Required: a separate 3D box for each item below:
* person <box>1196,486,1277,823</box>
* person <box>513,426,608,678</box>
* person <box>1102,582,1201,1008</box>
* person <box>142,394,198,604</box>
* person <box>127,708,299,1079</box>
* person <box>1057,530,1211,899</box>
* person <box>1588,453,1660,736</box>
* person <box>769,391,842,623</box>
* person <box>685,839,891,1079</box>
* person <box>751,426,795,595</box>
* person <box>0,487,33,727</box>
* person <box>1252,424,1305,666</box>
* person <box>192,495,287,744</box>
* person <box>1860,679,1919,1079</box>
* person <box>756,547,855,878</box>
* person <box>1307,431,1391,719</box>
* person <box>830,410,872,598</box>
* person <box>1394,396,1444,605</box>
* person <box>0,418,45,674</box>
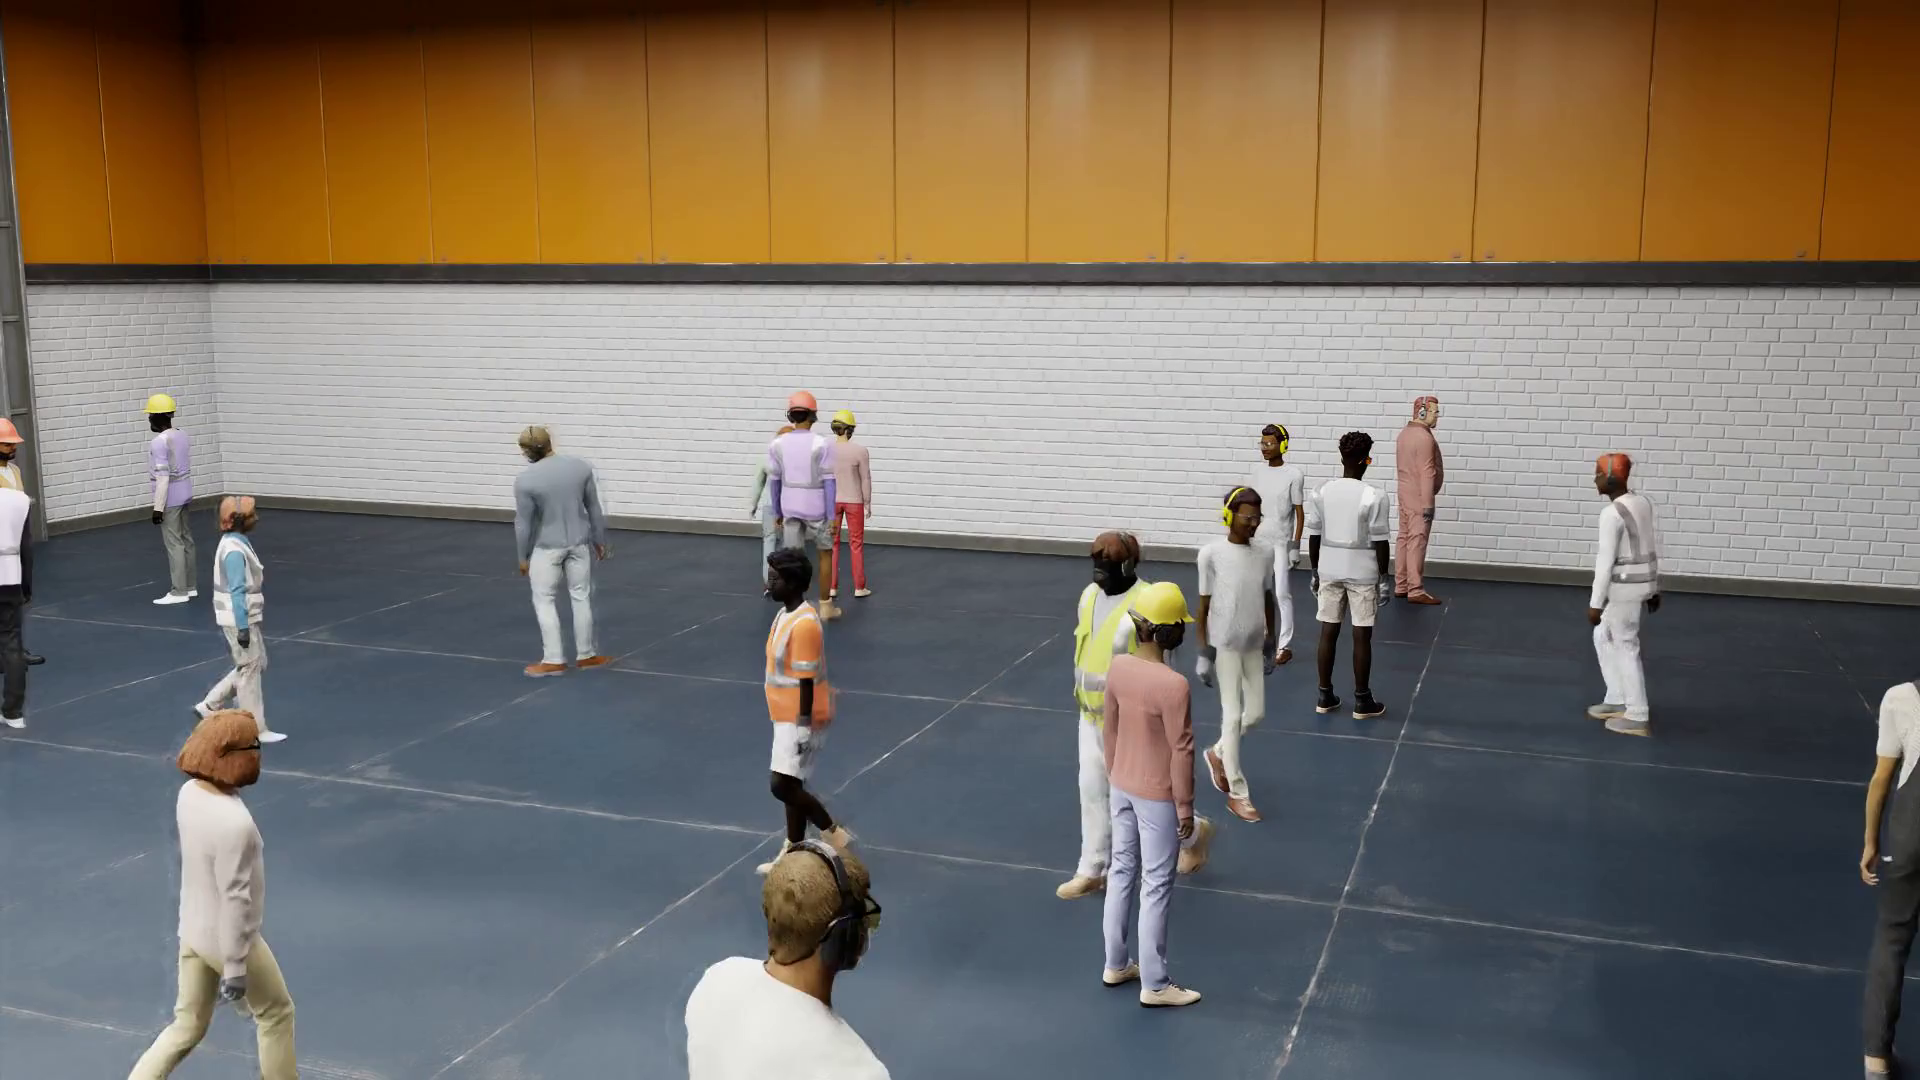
[{"bbox_3d":[1.562,0.608,9.402,0.526,1.850,0.724,-4,10,-22],"label":"person"},{"bbox_3d":[-2.994,0.080,12.561,0.743,1.898,0.368,-7,11,-37],"label":"person"},{"bbox_3d":[0.806,1.046,6.928,0.326,1.767,0.533,-5,11,-30],"label":"person"},{"bbox_3d":[-7.239,-0.373,15.233,0.366,1.927,0.585,-1,9,-3],"label":"person"},{"bbox_3d":[-2.537,1.353,5.574,0.509,1.601,0.821,8,12,42],"label":"person"},{"bbox_3d":[0.851,0.837,8.084,0.725,1.824,0.638,-5,11,-30],"label":"person"},{"bbox_3d":[4.312,0.354,10.932,0.638,1.854,0.602,8,12,42],"label":"person"},{"bbox_3d":[-1.291,-0.268,14.259,0.645,2.026,0.690,3,10,18],"label":"person"},{"bbox_3d":[-0.372,1.541,3.348,0.571,1.926,0.641,-6,11,-34],"label":"person"},{"bbox_3d":[-1.727,-0.287,15.793,0.583,1.579,0.868,1,9,9],"label":"person"},{"bbox_3d":[-6.499,0.307,11.116,0.604,1.899,0.593,8,12,41],"label":"person"},{"bbox_3d":[2.417,0.033,12.892,0.319,1.871,0.532,-8,12,-41],"label":"person"},{"bbox_3d":[-4.622,0.519,10.609,0.462,1.624,0.534,-4,10,-23],"label":"person"},{"bbox_3d":[3.641,1.151,6.118,0.549,1.822,0.429,8,12,40],"label":"person"},{"bbox_3d":[-0.807,0.870,8.246,0.381,1.685,0.555,-3,10,-16],"label":"person"},{"bbox_3d":[2.661,0.234,11.349,0.603,1.966,0.368,7,12,38],"label":"person"},{"bbox_3d":[-1.074,-0.332,15.501,0.522,1.761,0.327,1,9,8],"label":"person"},{"bbox_3d":[4.232,-0.370,15.290,0.400,1.905,0.643,-1,9,-4],"label":"person"},{"bbox_3d":[-7.247,0.038,12.648,0.378,1.938,0.547,0,9,-2],"label":"person"}]
